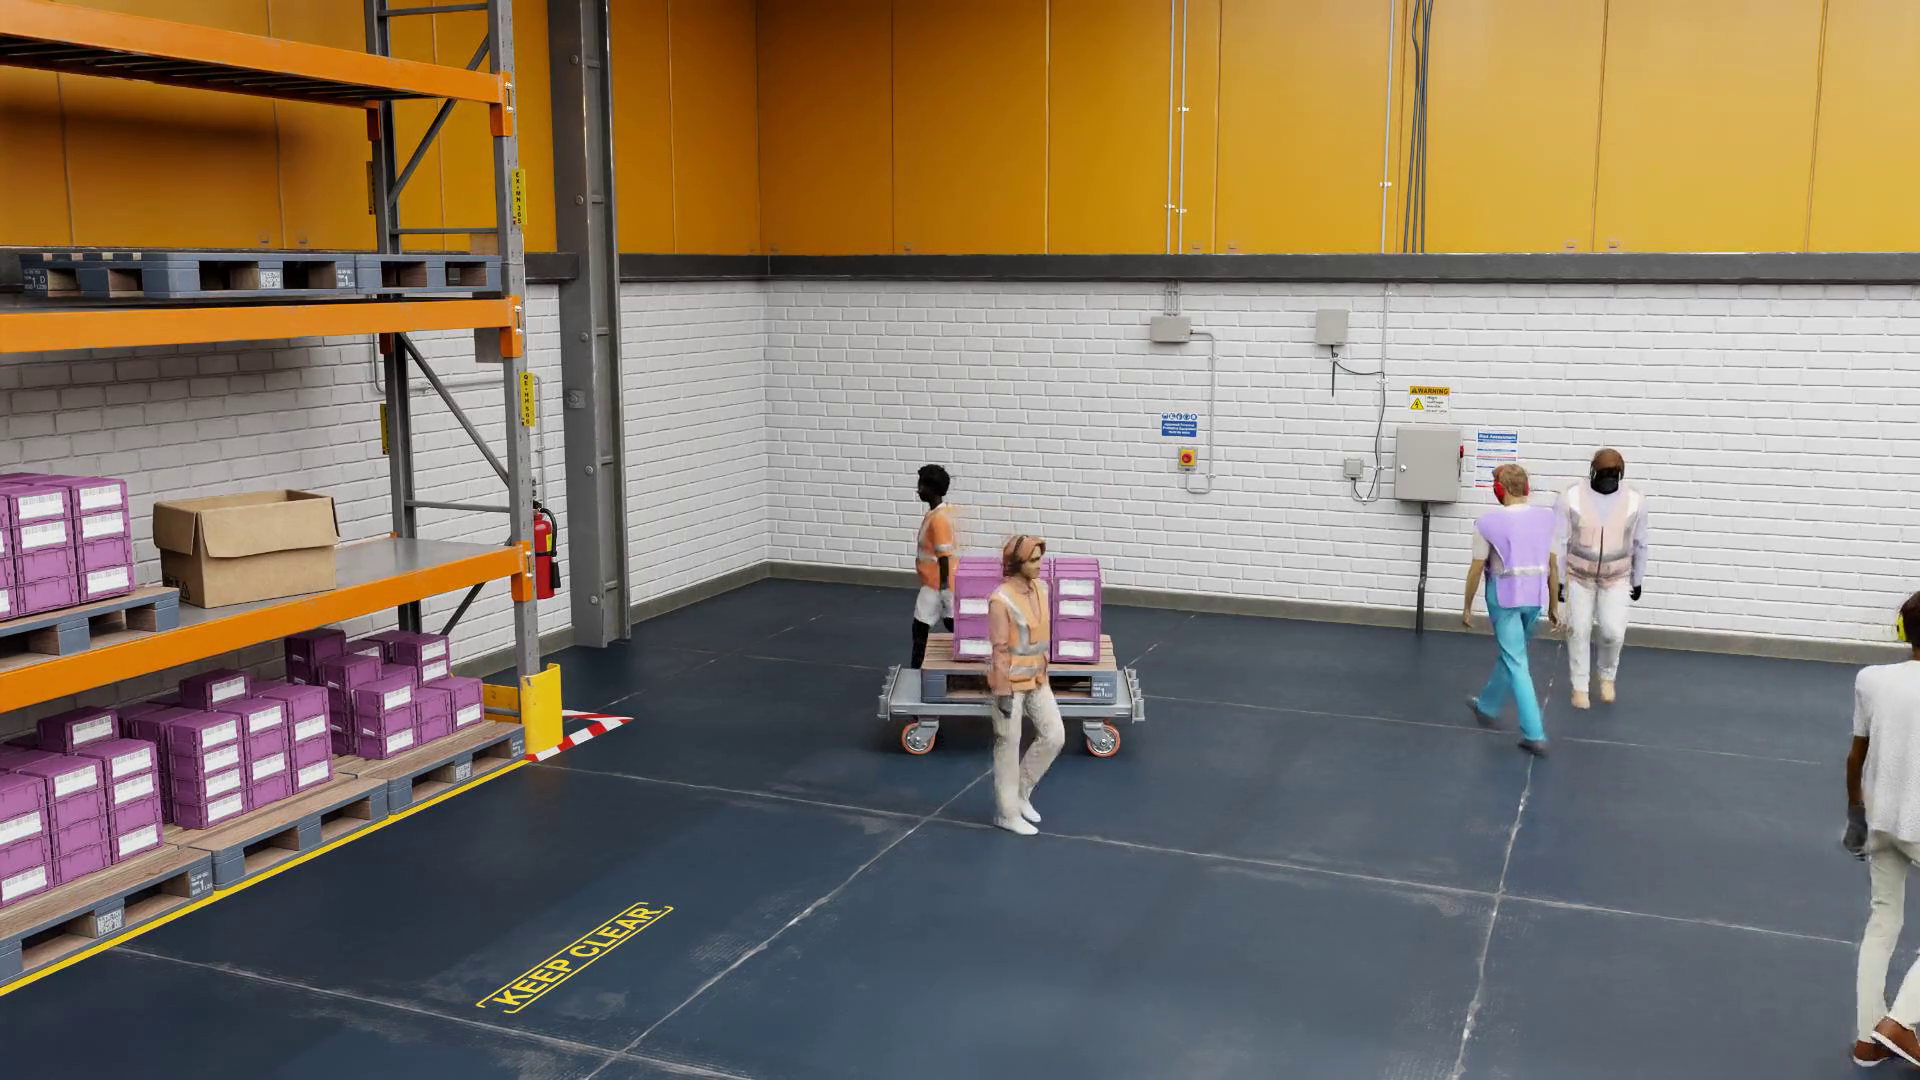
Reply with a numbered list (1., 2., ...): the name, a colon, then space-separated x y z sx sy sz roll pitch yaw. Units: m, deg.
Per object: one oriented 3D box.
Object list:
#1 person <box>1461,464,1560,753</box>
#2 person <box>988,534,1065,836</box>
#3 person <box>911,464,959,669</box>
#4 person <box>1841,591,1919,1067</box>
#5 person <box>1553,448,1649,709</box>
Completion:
1. person: 3.505 0.406 10.608 0.582 1.780 1.013 -3 10 -16
2. person: 0.338 0.773 8.829 0.375 1.623 0.543 7 11 35
3. person: -0.081 0.285 11.694 0.831 1.668 0.540 0 9 1
4. person: 3.580 1.090 6.239 0.406 1.854 0.556 -5 11 -29
5. person: 4.364 0.263 11.394 0.632 1.818 0.439 3 10 15
